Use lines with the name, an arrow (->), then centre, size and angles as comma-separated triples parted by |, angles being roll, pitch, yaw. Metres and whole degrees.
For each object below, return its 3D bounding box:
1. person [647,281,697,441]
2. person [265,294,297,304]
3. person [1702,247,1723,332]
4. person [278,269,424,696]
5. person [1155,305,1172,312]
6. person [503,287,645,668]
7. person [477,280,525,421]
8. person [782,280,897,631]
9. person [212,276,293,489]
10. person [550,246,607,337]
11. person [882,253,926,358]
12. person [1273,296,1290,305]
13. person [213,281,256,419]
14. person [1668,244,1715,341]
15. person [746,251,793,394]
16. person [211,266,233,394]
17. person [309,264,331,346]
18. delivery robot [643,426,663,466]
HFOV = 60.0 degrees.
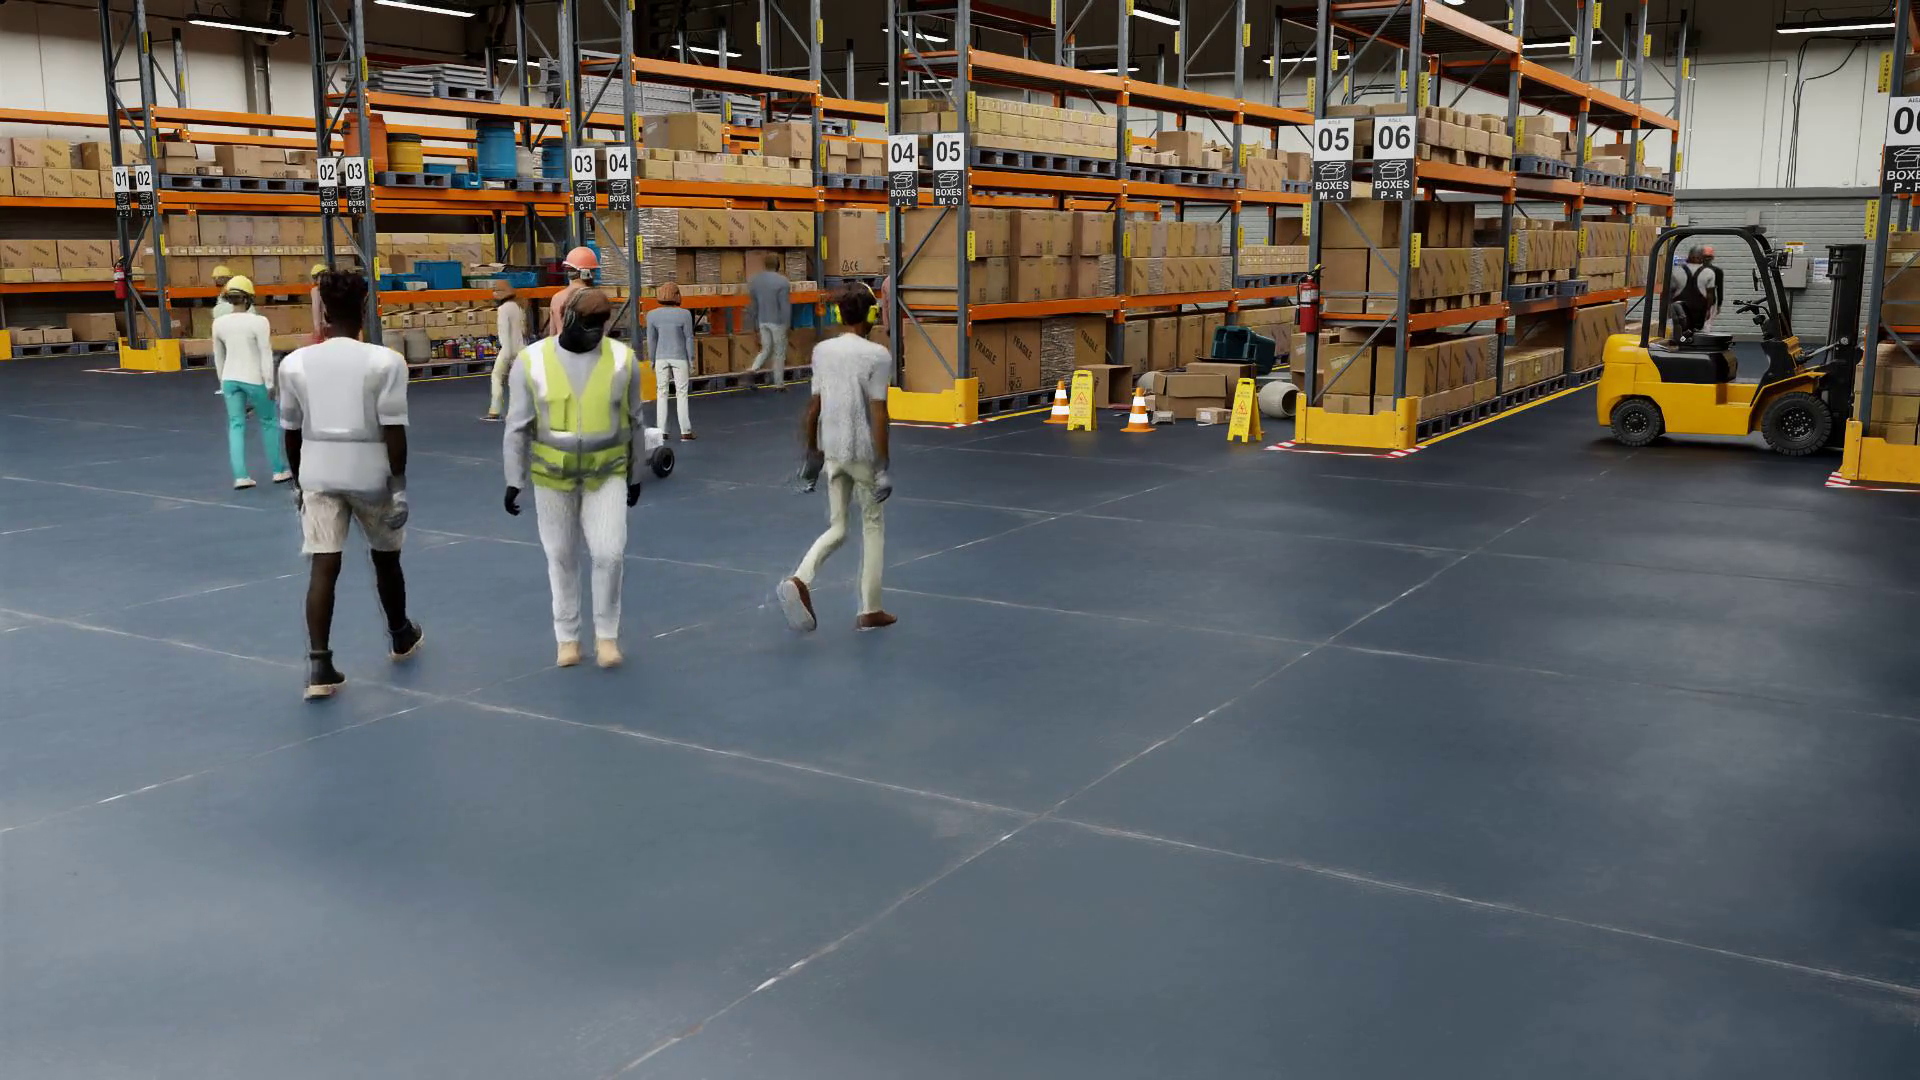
person -> -2.951, -1.822, 17.040 | 0.499, 1.632, 0.279 | 1, 10, 8
person -> -12.557, -4.390, 30.682 | 0.623, 1.896, 0.600 | 4, 11, 22
person -> 13.058, -4.161, 29.242 | 0.659, 1.942, 0.996 | 3, 11, 19
person -> -2.826, -0.288, 7.700 | 0.610, 1.904, 1.041 | 0, 10, -3
person -> 4.146, -4.872, 33.388 | 0.673, 1.887, 0.657 | 3, 11, 18
person -> -1.818, -0.276, 7.862 | 0.656, 1.818, 0.541 | -2, 10, -12
person -> -5.176, -2.136, 18.877 | 0.731, 1.607, 0.513 | 2, 10, 12
person -> -0.623, -0.406, 8.563 | 0.514, 1.846, 0.712 | 6, 12, 31
person -> -5.893, -1.317, 13.858 | 0.553, 1.743, 0.669 | 1, 10, 7
person -> -3.077, -1.389, 13.598 | 0.623, 1.992, 0.397 | 8, 13, 38
person -> -0.692, -2.769, 21.578 | 0.652, 1.904, 0.404 | 7, 12, 33
person -> 6.253, -4.719, 32.740 | 0.719, 1.825, 0.572 | -7, 12, -33
person -> -8.338, -2.209, 19.306 | 0.508, 1.609, 0.658 | 1, 10, 7
person -> 12.019, -3.866, 27.346 | 0.687, 2.000, 0.799 | 5, 11, 27
person -> -2.548, -2.882, 22.194 | 0.631, 1.925, 0.585 | 6, 12, 32
person -> -9.796, -2.823, 22.378 | 0.475, 1.723, 0.497 | -7, 12, -34
person -> -8.788, -2.922, 22.954 | 0.655, 1.713, 0.543 | 4, 11, 24
delivery robot -> -2.852, -0.828, 14.224 | 0.477, 0.478, 0.707 | 4, 11, 23
